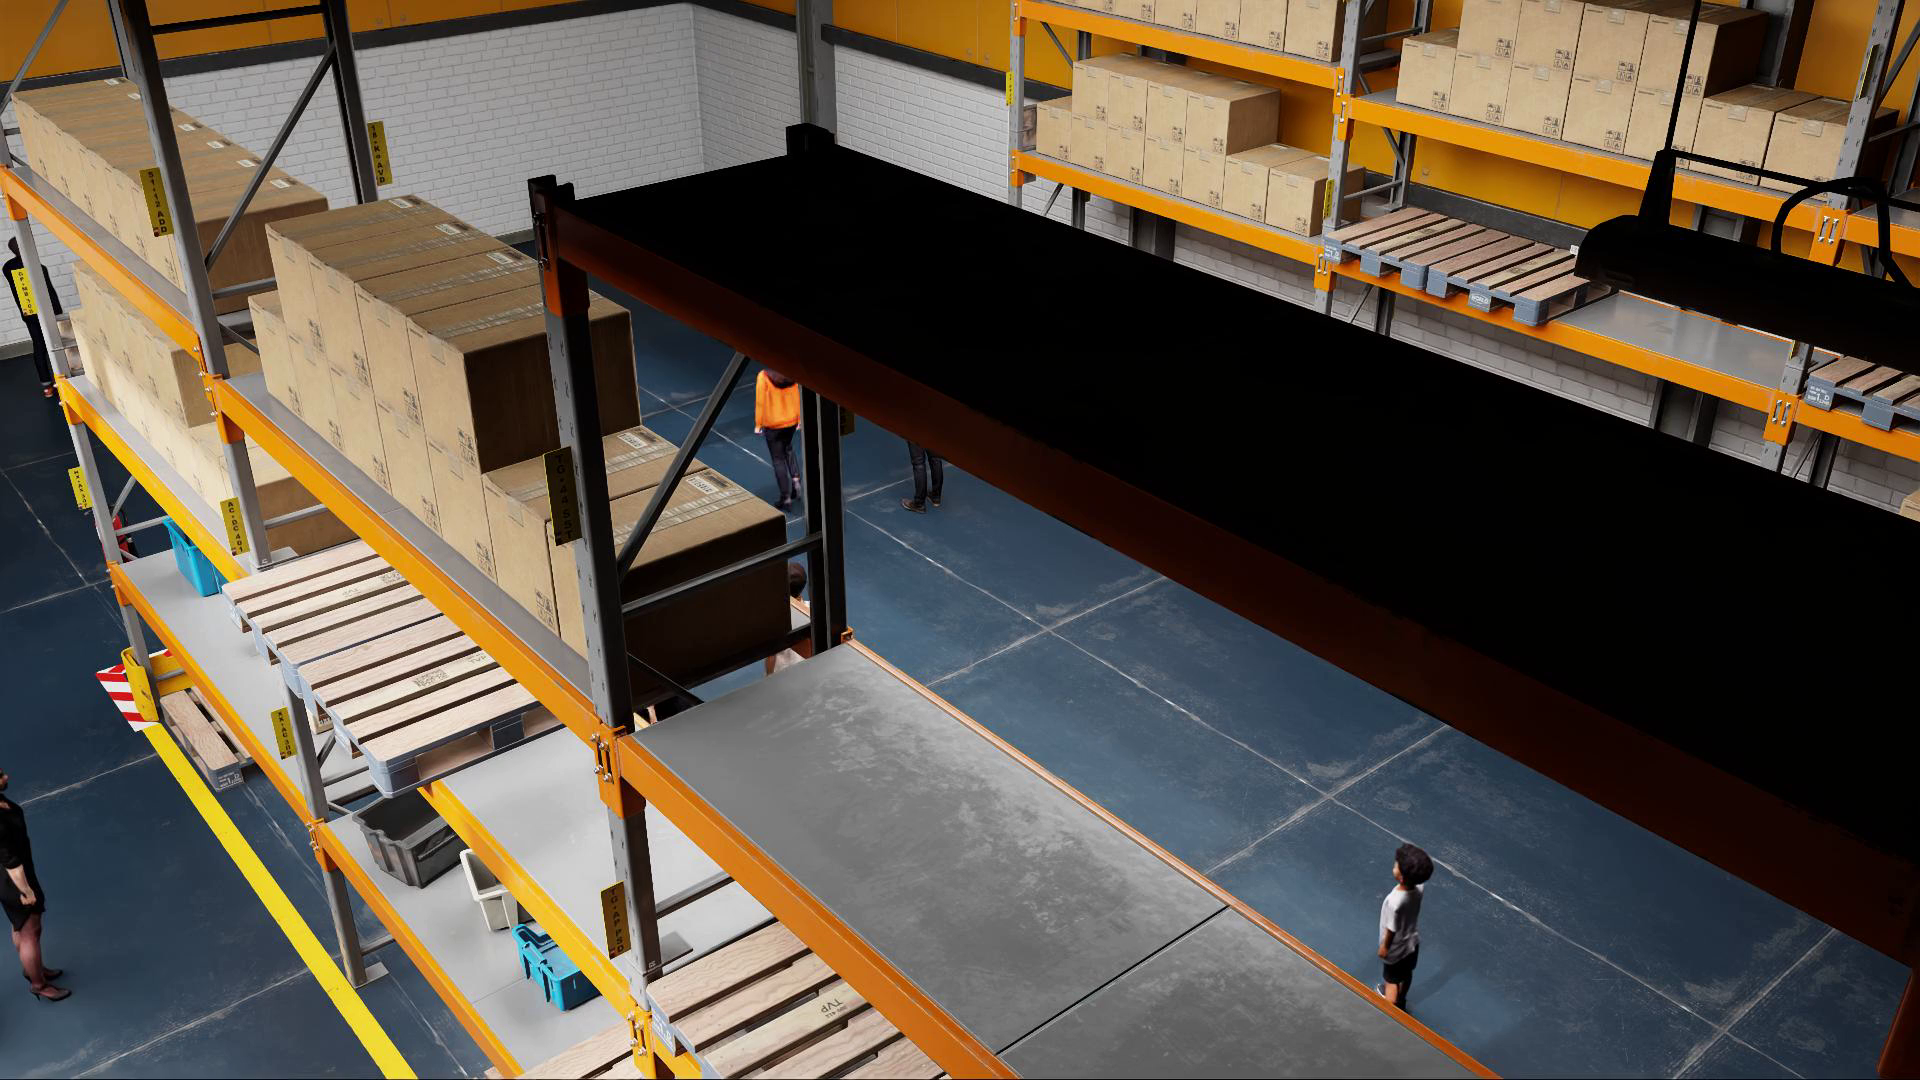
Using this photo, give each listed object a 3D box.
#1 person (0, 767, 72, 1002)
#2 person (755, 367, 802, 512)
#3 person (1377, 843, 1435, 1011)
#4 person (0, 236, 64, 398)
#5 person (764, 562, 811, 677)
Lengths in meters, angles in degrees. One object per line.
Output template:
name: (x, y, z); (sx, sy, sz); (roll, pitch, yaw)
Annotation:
person: (-5.650, 2.028, 9.935); (0.659, 1.704, 0.456); (-19, 34, -31)
person: (-1.622, -1.059, 15.560); (0.627, 1.738, 0.592); (-25, 37, -38)
person: (2.614, 2.331, 9.841); (0.507, 1.261, 0.498); (26, 38, 38)
person: (-9.928, -2.408, 17.950); (0.743, 1.817, 0.850); (8, 30, 15)
person: (-1.139, 0.985, 11.850); (0.784, 1.701, 0.997); (-12, 31, -21)
